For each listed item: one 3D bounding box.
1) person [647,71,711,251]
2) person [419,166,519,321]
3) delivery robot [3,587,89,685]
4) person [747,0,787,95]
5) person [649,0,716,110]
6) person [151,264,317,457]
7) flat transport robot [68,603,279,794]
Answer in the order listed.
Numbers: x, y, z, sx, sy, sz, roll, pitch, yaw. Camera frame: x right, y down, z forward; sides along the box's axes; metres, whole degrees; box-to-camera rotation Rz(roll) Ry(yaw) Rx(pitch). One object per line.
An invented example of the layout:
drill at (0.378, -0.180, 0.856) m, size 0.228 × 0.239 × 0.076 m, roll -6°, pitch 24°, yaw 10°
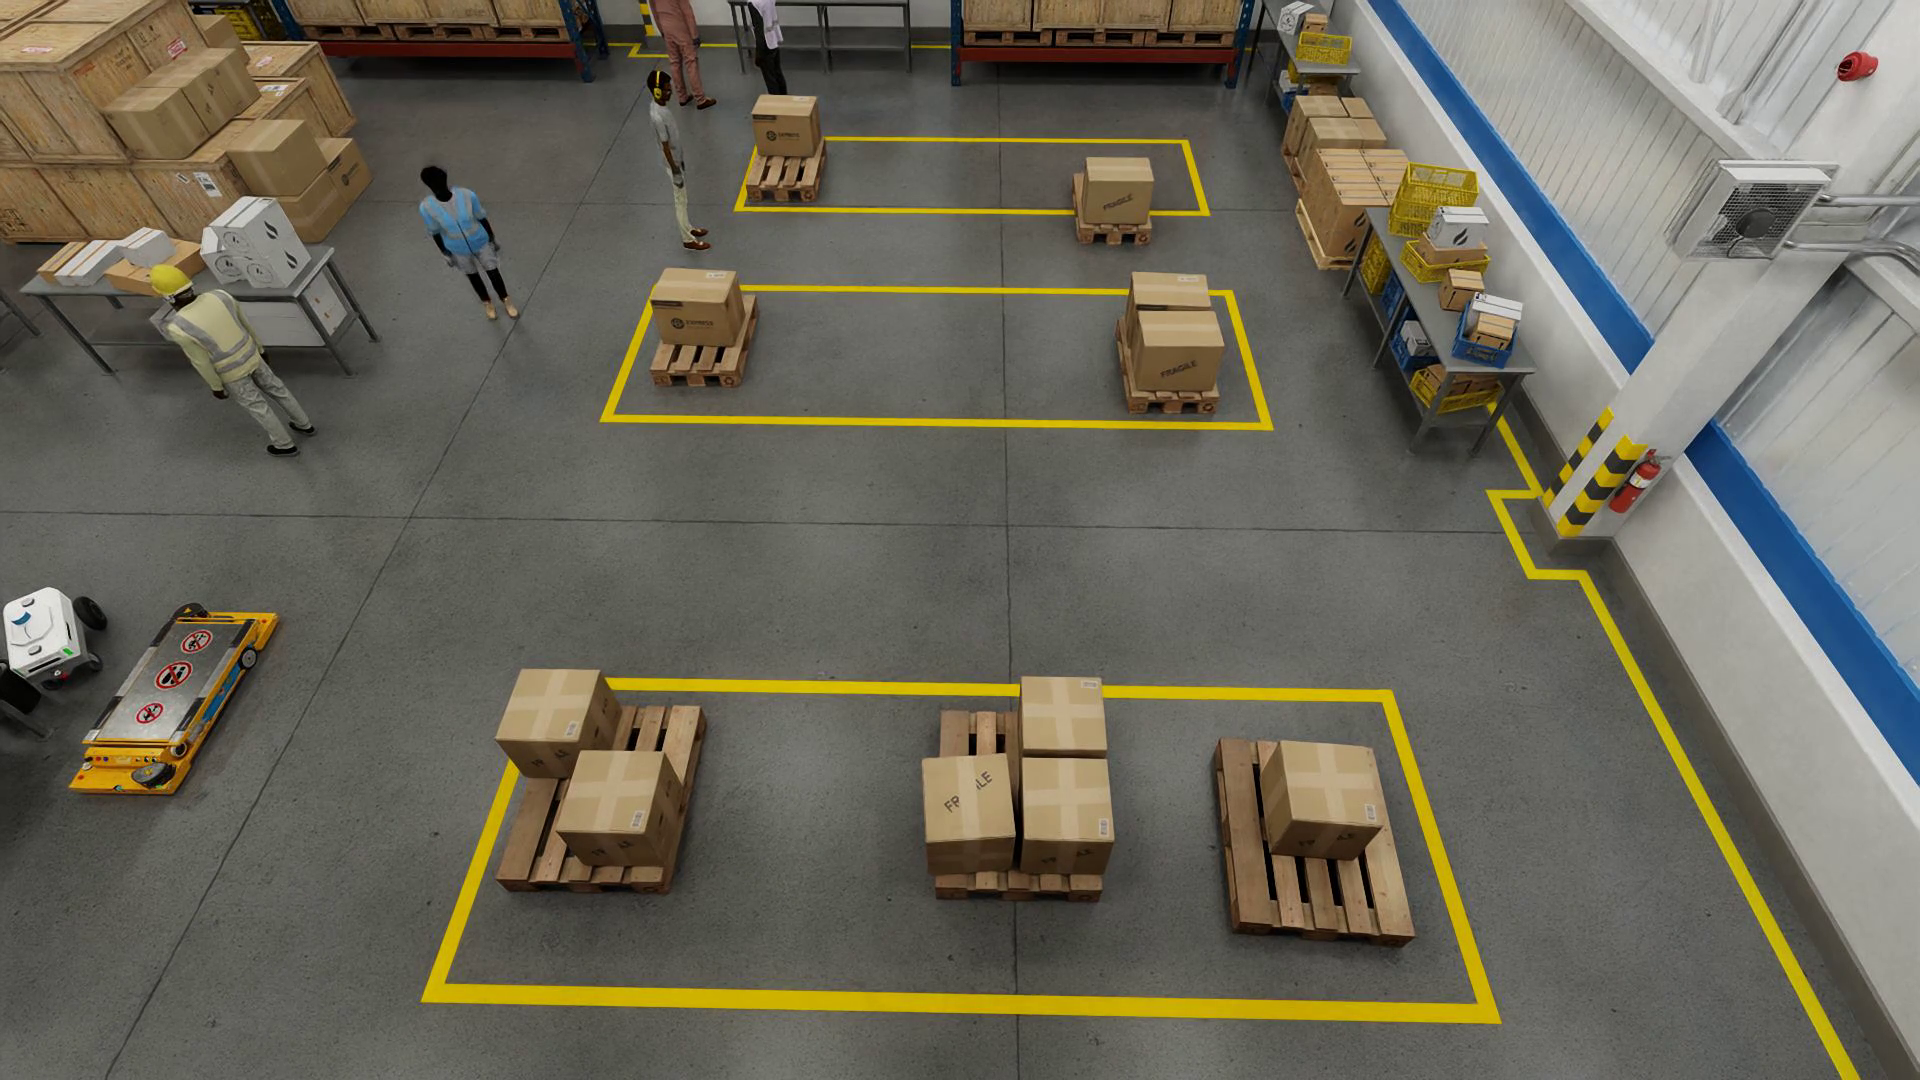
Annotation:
person at (-2.996, -3.983, 9.684) m, size 0.329 × 1.865 × 0.511 m, roll -10°, pitch 51°, yaw -9°
person at (-4.752, -2.838, 8.841) m, size 0.548 × 1.666 × 0.443 m, roll -24°, pitch 54°, yaw -19°
delivery robot at (-6.541, 0.675, 6.534) m, size 0.477 × 0.478 × 0.707 m, roll -30°, pitch 56°, yaw -23°
person at (-2.434, -6.261, 11.575) m, size 0.379 × 1.917 × 0.597 m, roll 10°, pitch 51°, yaw 8°
person at (-3.639, -6.609, 11.879) m, size 0.638 × 1.908 × 0.409 m, roll 21°, pitch 53°, yaw 17°
person at (-5.994, -1.455, 7.564) m, size 0.403 × 1.833 × 0.586 m, roll 10°, pitch 50°, yaw 8°
flat transport robot at (-5.504, 1.072, 6.442) m, size 0.652 × 0.197 × 1.431 m, roll 1°, pitch 50°, yaw 1°
